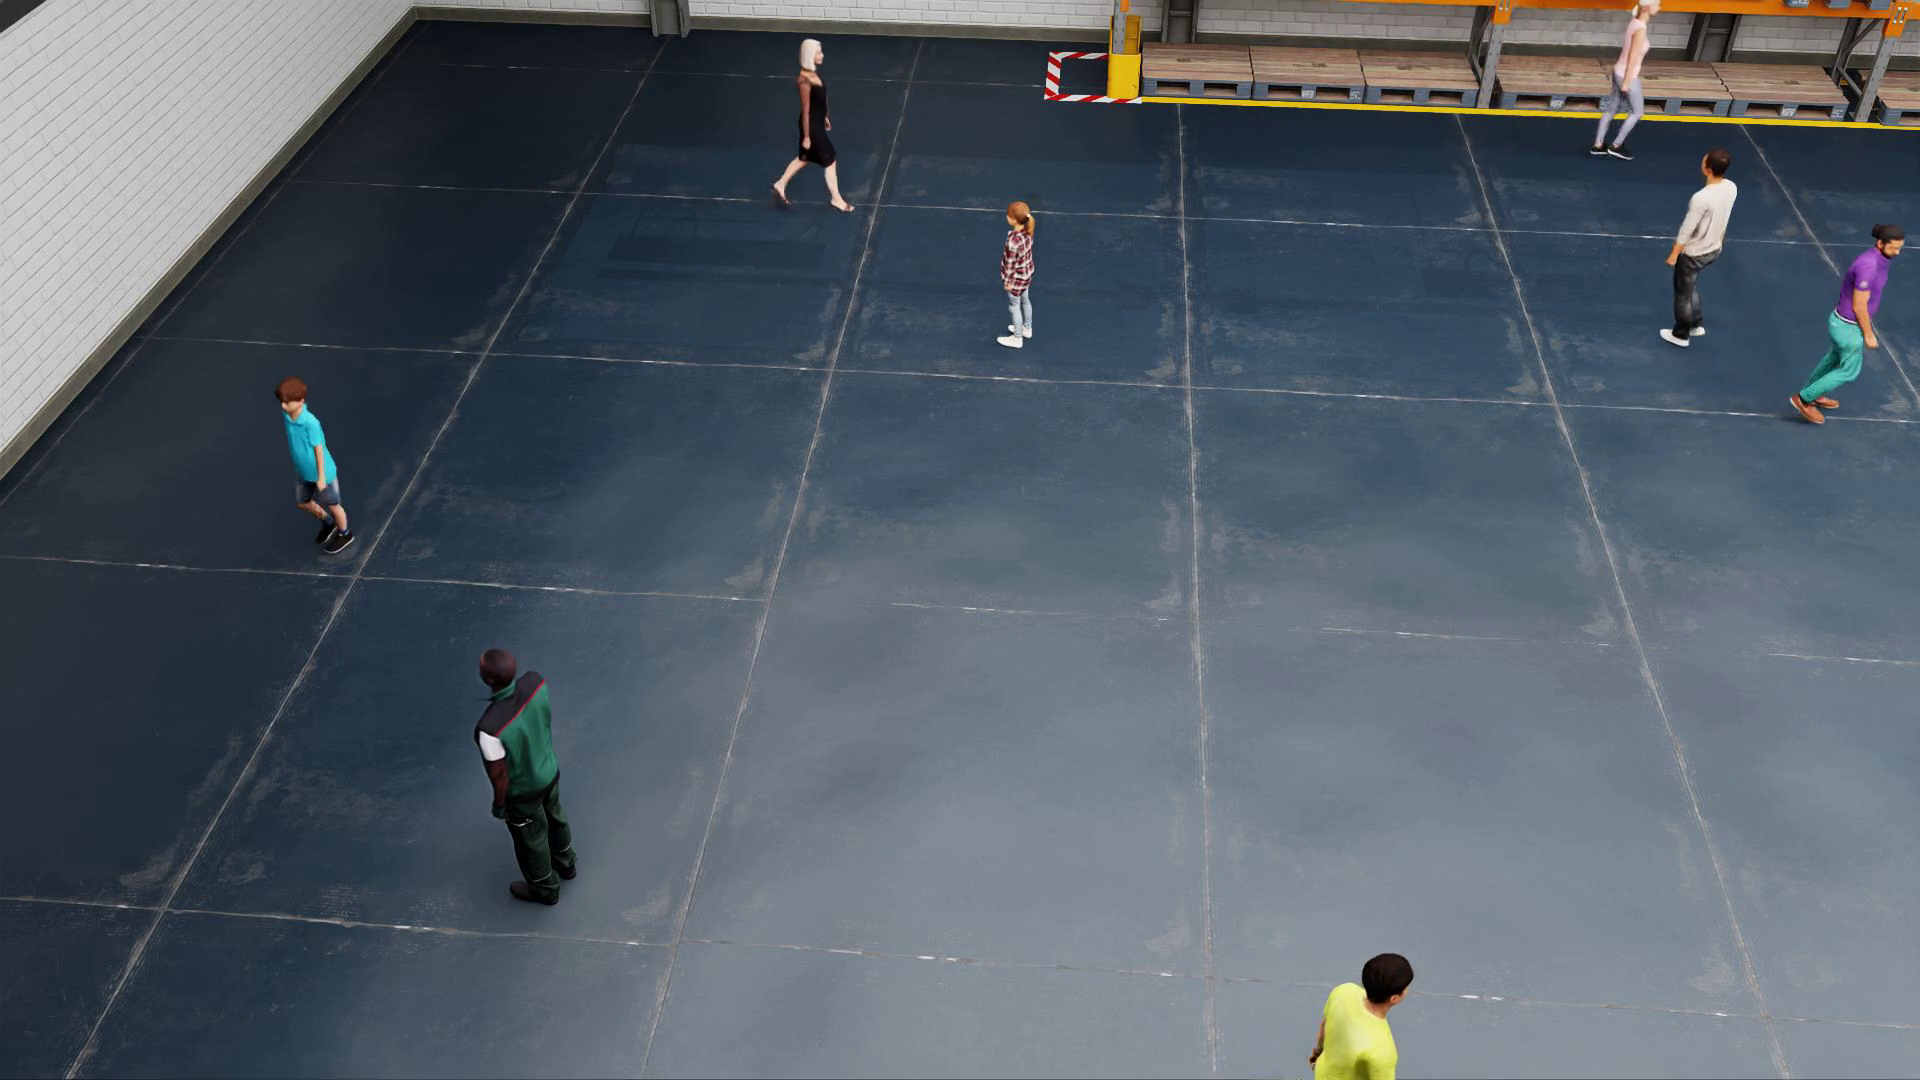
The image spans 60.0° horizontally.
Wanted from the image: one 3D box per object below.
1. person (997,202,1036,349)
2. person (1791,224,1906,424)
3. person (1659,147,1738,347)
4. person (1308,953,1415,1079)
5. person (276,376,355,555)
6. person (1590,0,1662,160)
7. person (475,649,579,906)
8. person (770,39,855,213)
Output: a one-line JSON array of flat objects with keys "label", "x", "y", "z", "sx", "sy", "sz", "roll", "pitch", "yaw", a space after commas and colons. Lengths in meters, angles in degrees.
[{"label": "person", "x": 0.502, "y": -2.246, "z": 14.018, "sx": 0.599, "sy": 1.303, "sz": 0.590, "roll": 18, "pitch": 42, "yaw": 21}, {"label": "person", "x": 6.859, "y": -1.679, "z": 12.955, "sx": 0.850, "sy": 1.744, "sz": 0.801, "roll": 19, "pitch": 42, "yaw": 22}, {"label": "person", "x": 6.183, "y": -2.356, "z": 13.763, "sx": 0.804, "sy": 1.793, "sz": 0.874, "roll": -20, "pitch": 43, "yaw": -23}, {"label": "person", "x": 1.728, "y": 2.543, "z": 7.716, "sx": 0.930, "sy": 1.684, "sz": 0.825, "roll": -10, "pitch": 40, "yaw": -12}, {"label": "person", "x": -4.528, "y": -0.558, "z": 11.795, "sx": 0.566, "sy": 1.440, "sz": 0.664, "roll": 20, "pitch": 43, "yaw": 23}, {"label": "person", "x": 6.619, "y": -4.663, "z": 16.715, "sx": 0.638, "sy": 1.714, "sz": 0.576, "roll": 5, "pitch": 39, "yaw": 6}, {"label": "person", "x": -2.388, "y": 1.298, "z": 9.151, "sx": 0.716, "sy": 1.840, "sz": 0.753, "roll": 14, "pitch": 41, "yaw": 17}, {"label": "person", "x": -1.477, "y": -3.898, "z": 15.760, "sx": 1.035, "sy": 1.711, "sz": 0.610, "roll": 3, "pitch": 39, "yaw": 4}]
